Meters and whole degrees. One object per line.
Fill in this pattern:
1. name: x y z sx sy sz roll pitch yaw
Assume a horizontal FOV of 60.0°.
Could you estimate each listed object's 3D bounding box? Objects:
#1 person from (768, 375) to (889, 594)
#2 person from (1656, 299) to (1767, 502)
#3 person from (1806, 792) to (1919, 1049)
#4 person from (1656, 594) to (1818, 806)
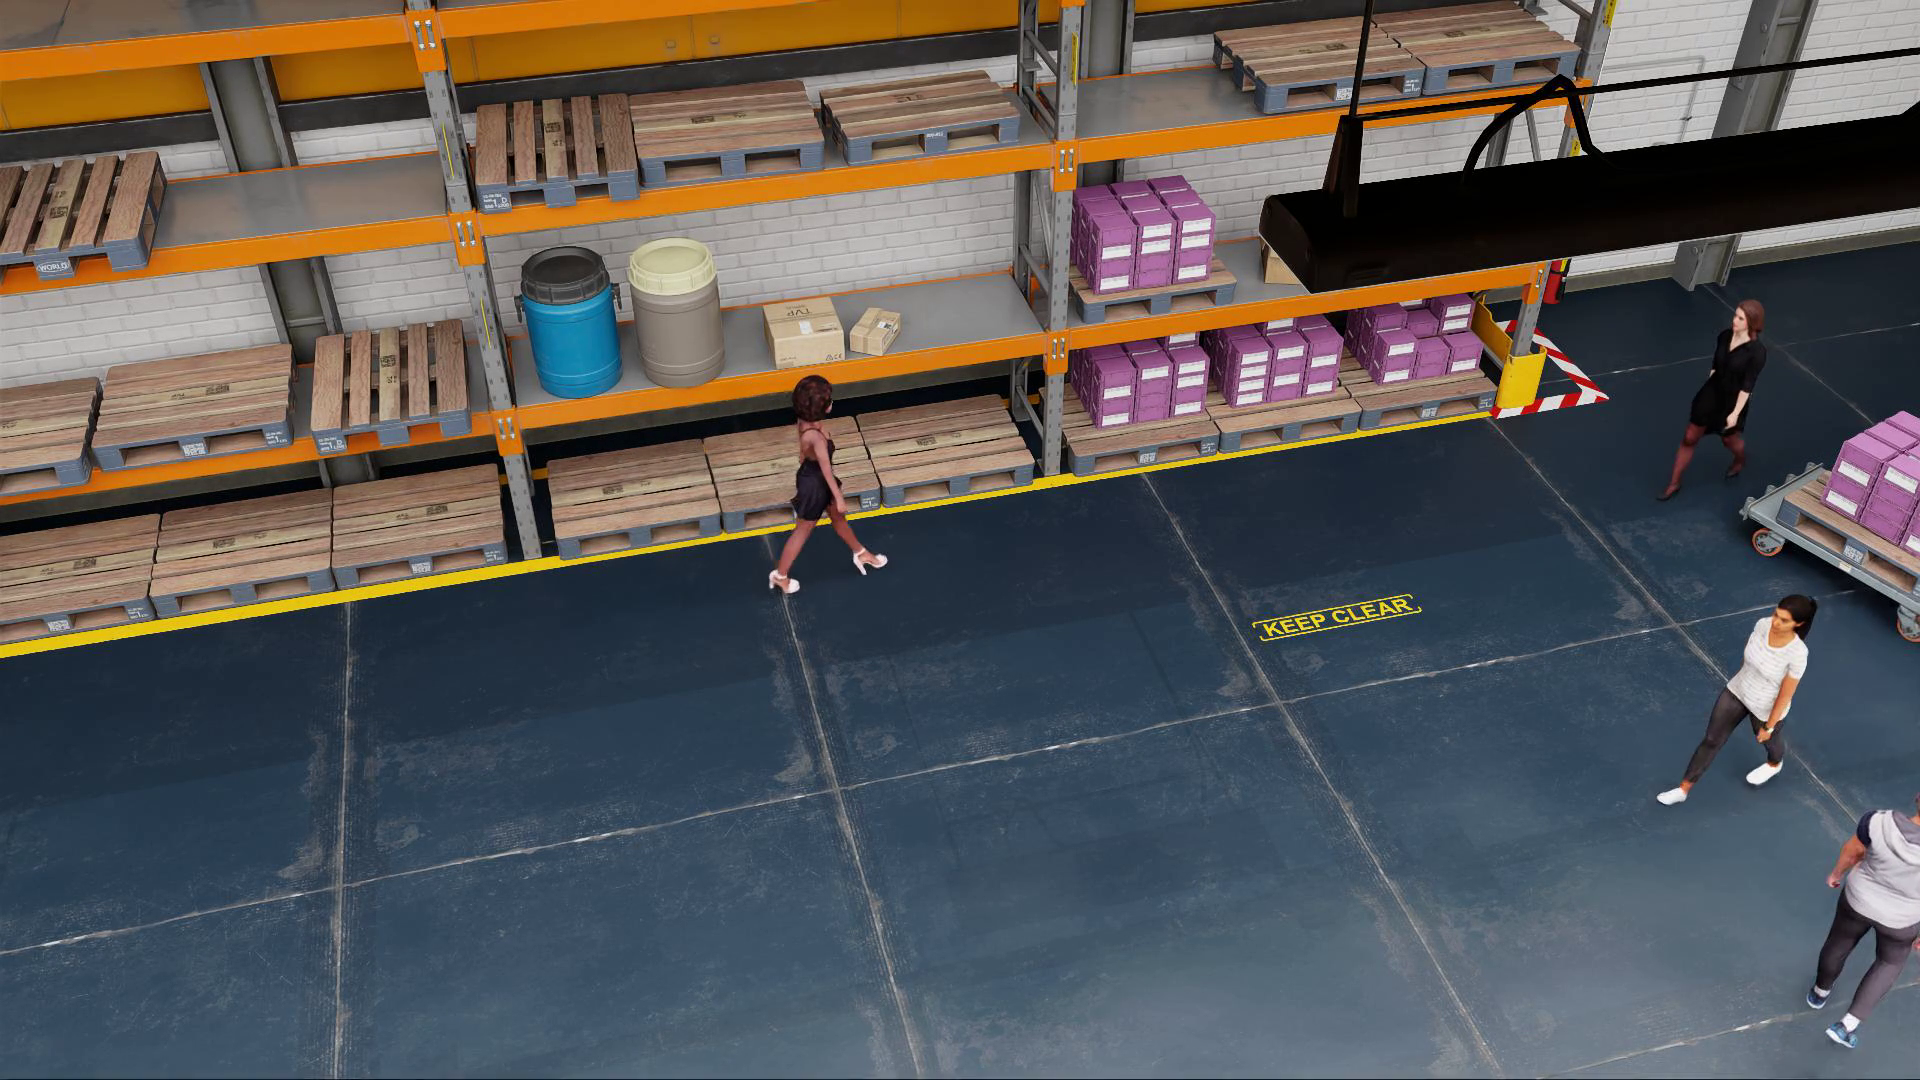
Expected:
1. person: -1.070 -0.307 11.398 1.082 1.737 0.583 -10 40 -12
2. person: 5.741 -1.021 12.347 1.102 1.669 0.744 -18 42 -21
3. person: 4.701 1.933 8.532 0.959 1.815 1.037 27 46 30
4. person: 4.829 0.955 9.932 1.180 1.596 0.671 -14 41 -17
